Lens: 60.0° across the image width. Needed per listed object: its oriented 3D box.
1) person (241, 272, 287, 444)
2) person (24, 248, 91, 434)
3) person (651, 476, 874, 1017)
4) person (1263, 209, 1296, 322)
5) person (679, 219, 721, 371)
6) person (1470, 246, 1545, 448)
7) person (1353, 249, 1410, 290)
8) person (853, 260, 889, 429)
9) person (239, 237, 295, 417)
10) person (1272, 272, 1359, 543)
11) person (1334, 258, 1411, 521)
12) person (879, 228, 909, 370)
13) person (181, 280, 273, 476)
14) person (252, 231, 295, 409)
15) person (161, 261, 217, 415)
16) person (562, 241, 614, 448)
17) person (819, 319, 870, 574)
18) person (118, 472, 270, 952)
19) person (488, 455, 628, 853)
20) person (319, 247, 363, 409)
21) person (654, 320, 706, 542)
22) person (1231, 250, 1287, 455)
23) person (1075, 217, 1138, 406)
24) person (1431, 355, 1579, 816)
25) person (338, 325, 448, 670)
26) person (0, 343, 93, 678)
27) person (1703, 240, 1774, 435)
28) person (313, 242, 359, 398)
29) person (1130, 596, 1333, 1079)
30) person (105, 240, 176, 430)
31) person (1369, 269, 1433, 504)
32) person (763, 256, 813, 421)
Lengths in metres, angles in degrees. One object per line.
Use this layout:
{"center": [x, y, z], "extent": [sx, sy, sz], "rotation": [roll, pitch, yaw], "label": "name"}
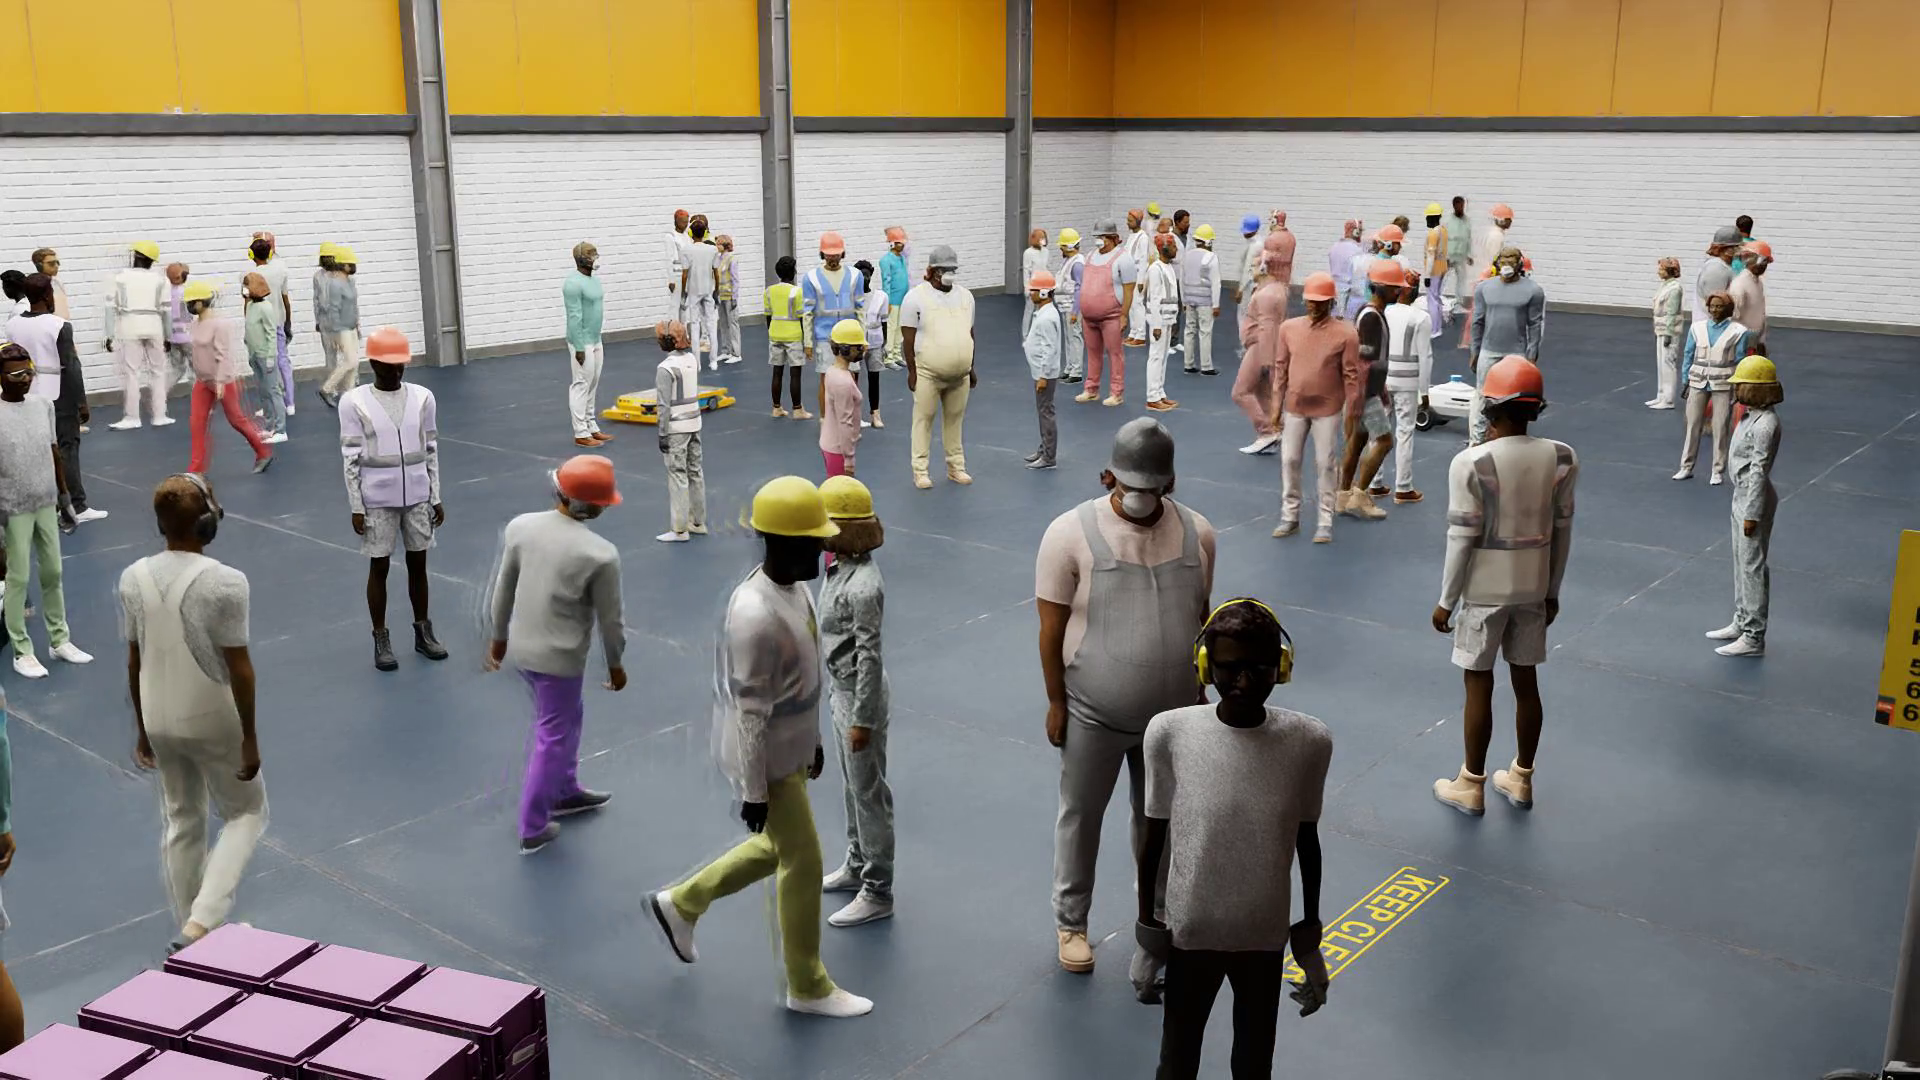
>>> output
{"center": [-6.711, -1.750, 15.987], "extent": [0.502, 1.636, 0.280], "rotation": [13, 19, 42], "label": "person"}
{"center": [-8.837, -1.918, 16.235], "extent": [0.345, 1.847, 0.507], "rotation": [1, 14, 6], "label": "person"}
{"center": [-0.699, 0.702, 5.666], "extent": [0.759, 1.903, 0.585], "rotation": [2, 14, 7], "label": "person"}
{"center": [4.209, -3.456, 22.258], "extent": [0.406, 1.906, 0.654], "rotation": [10, 17, 36], "label": "person"}
{"center": [-3.234, -3.038, 20.662], "extent": [0.532, 1.870, 0.316], "rotation": [-8, 16, -28], "label": "person"}
{"center": [4.980, -1.714, 15.229], "extent": [0.629, 1.940, 0.377], "rotation": [6, 15, 24], "label": "person"}
{"center": [4.684, -2.509, 18.474], "extent": [0.647, 1.908, 0.409], "rotation": [7, 16, 27], "label": "person"}
{"center": [-0.961, -1.947, 16.654], "extent": [0.532, 1.696, 0.319], "rotation": [-4, 15, -15], "label": "person"}
{"center": [-7.233, -2.215, 17.372], "extent": [0.328, 1.872, 0.514], "rotation": [14, 19, 43], "label": "person"}
{"center": [2.582, -0.963, 12.135], "extent": [0.625, 1.984, 0.419], "rotation": [9, 16, 31], "label": "person"}
{"center": [3.172, -1.141, 12.764], "extent": [0.556, 2.019, 0.632], "rotation": [3, 14, 10], "label": "person"}
{"center": [-0.787, -3.015, 20.803], "extent": [0.333, 1.749, 0.574], "rotation": [6, 15, 23], "label": "person"}
{"center": [-6.374, -1.370, 14.282], "extent": [0.534, 1.728, 0.872], "rotation": [7, 16, 27], "label": "person"}
{"center": [-7.350, -2.325, 17.737], "extent": [0.408, 1.909, 0.642], "rotation": [-7, 16, -25], "label": "person"}
{"center": [-8.115, -2.073, 17.306], "extent": [0.526, 1.625, 0.566], "rotation": [5, 15, 19], "label": "person"}
{"center": [-3.535, -1.851, 15.777], "extent": [0.374, 1.940, 0.627], "rotation": [2, 14, 8], "label": "person"}
{"center": [-0.767, -0.600, 11.148], "extent": [0.340, 1.757, 0.518], "rotation": [-3, 14, -11], "label": "person"}
{"center": [-2.723, 0.684, 5.865], "extent": [0.531, 1.832, 0.511], "rotation": [3, 14, 11], "label": "person"}
{"center": [-1.653, 0.458, 7.052], "extent": [0.636, 1.694, 0.642], "rotation": [11, 18, 36], "label": "person"}
{"center": [-6.528, -2.225, 17.642], "extent": [0.457, 1.752, 0.536], "rotation": [0, 14, 0], "label": "person"}
{"center": [-2.056, -0.797, 12.191], "extent": [0.313, 1.634, 0.515], "rotation": [5, 15, 19], "label": "person"}
{"center": [2.749, -1.710, 15.305], "extent": [0.443, 1.889, 0.656], "rotation": [6, 15, 22], "label": "person"}
{"center": [1.547, -2.486, 18.106], "extent": [0.687, 2.000, 0.538], "rotation": [13, 19, 43], "label": "person"}
{"center": [2.374, 0.209, 7.331], "extent": [0.605, 2.045, 0.379], "rotation": [-4, 14, -14], "label": "person"}
{"center": [-3.166, -0.242, 9.354], "extent": [0.544, 1.937, 0.358], "rotation": [-11, 18, -38], "label": "person"}
{"center": [-5.157, -0.166, 9.213], "extent": [0.312, 1.860, 0.503], "rotation": [6, 15, 22], "label": "person"}
{"center": [7.437, -1.877, 15.852], "extent": [0.717, 1.952, 0.640], "rotation": [11, 18, 38], "label": "person"}
{"center": [-6.971, -2.449, 18.562], "extent": [0.486, 1.744, 0.294], "rotation": [1, 14, 3], "label": "person"}
{"center": [0.706, 1.049, 4.327], "extent": [0.520, 1.873, 0.328], "rotation": [0, 14, 0], "label": "person"}
{"center": [-8.317, -2.063, 16.765], "extent": [0.762, 1.876, 0.403], "rotation": [-10, 17, -35], "label": "person"}
{"center": [3.540, -1.238, 13.440], "extent": [0.346, 1.882, 0.578], "rotation": [-13, 19, -41], "label": "person"}
{"center": [-1.777, -2.075, 17.165], "extent": [0.535, 1.697, 0.318], "rotation": [8, 16, 30], "label": "person"}
